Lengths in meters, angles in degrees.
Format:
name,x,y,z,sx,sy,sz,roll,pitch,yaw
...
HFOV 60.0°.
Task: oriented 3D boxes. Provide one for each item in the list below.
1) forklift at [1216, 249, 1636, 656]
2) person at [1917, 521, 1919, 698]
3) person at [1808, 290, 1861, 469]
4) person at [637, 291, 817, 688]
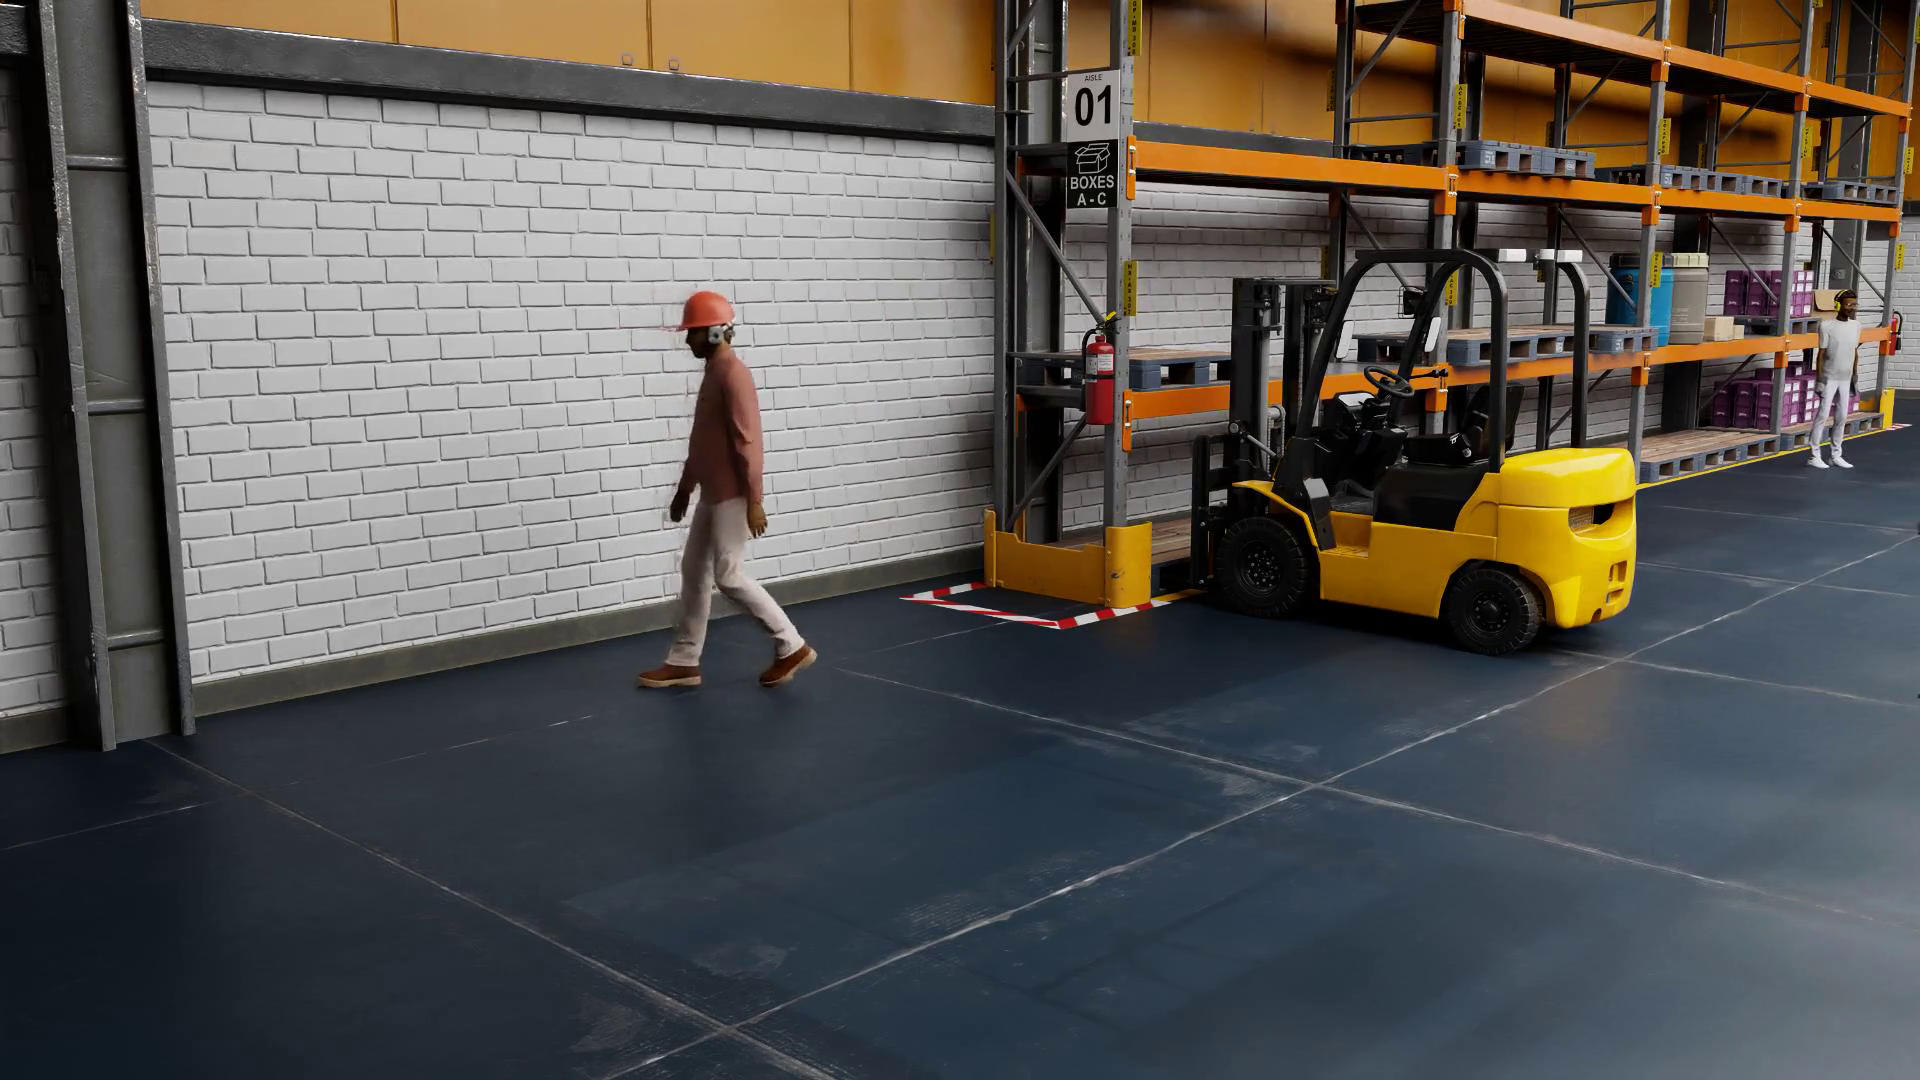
name,x,y,z,sx,sy,sz,roll,pitch,yaw
forklift,2.710,-0.584,9.626,2.313,2.155,1.214,9,13,43
person,4.790,-0.158,7.840,0.392,1.920,0.559,-2,9,-10
person,9.113,-1.664,17.280,0.515,1.860,0.317,-2,10,-14
person,-1.190,-0.225,8.164,0.871,1.957,0.666,-3,10,-17
